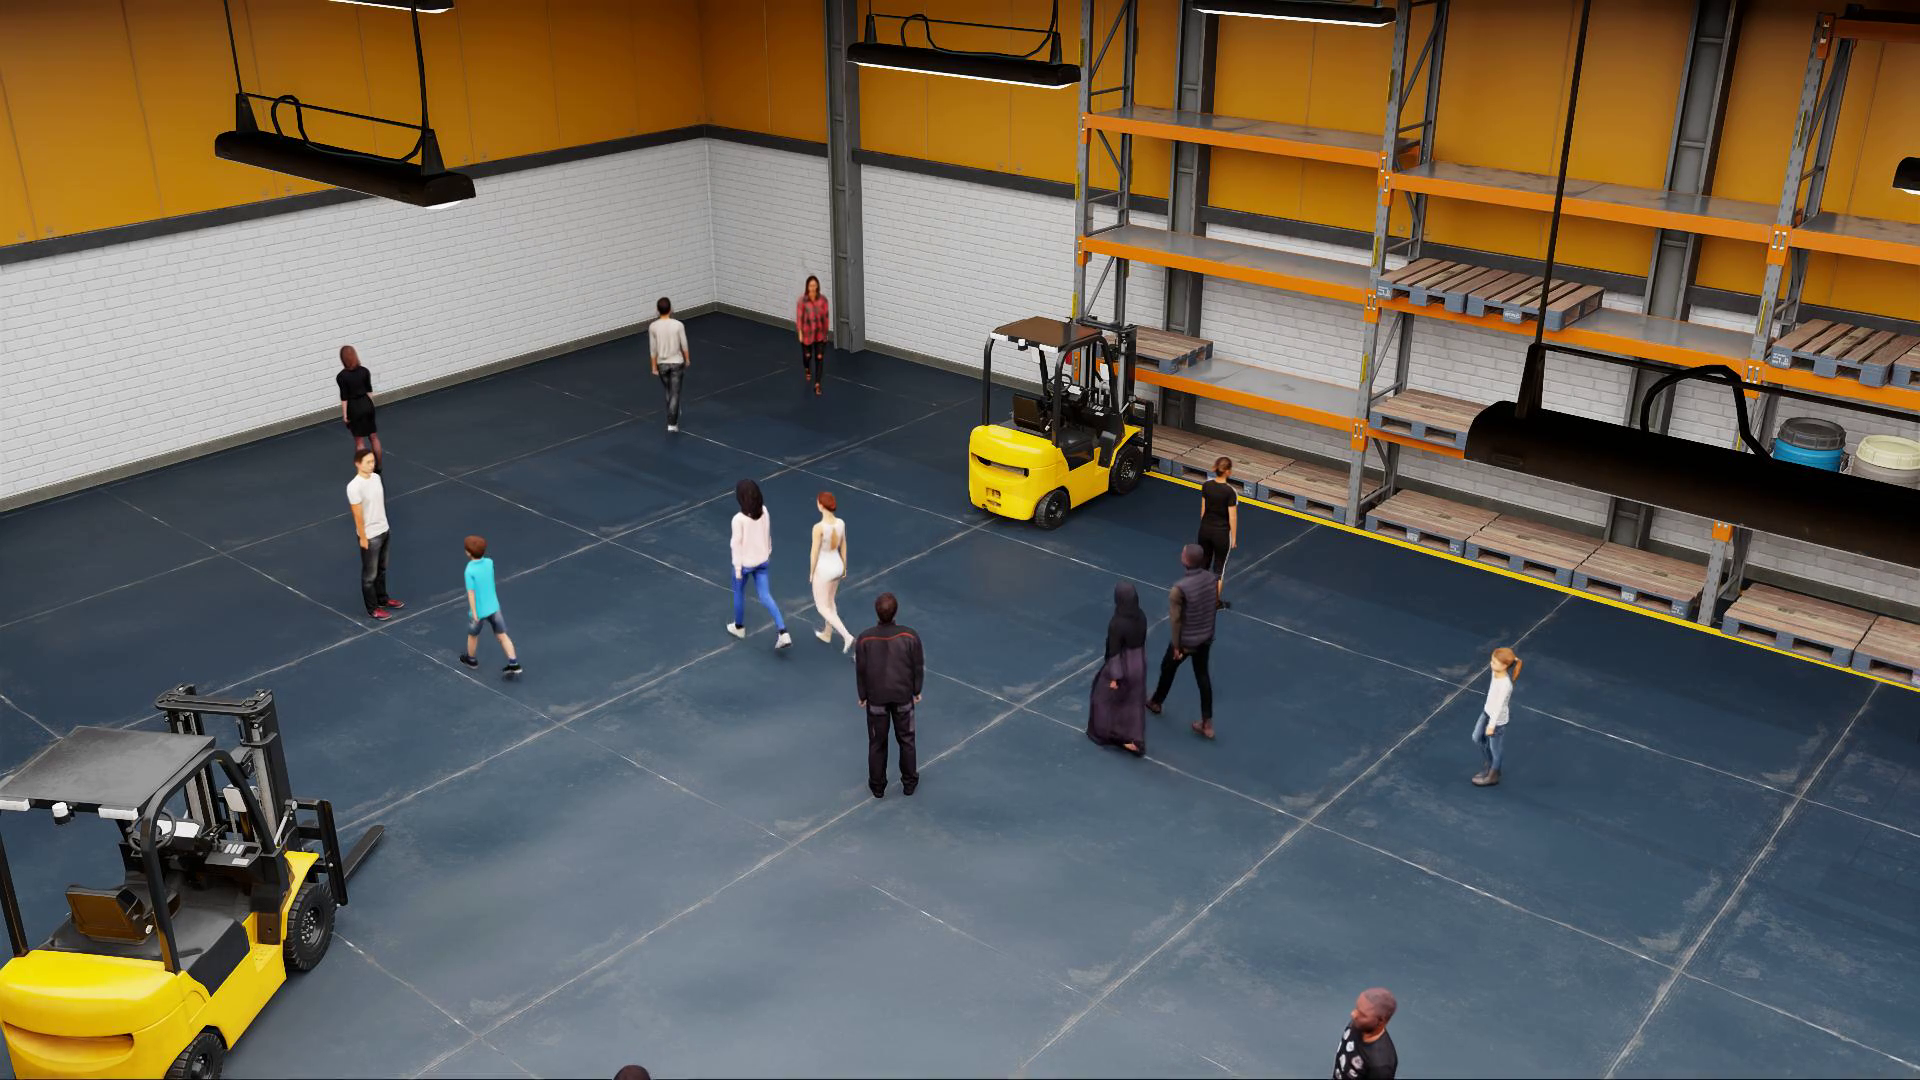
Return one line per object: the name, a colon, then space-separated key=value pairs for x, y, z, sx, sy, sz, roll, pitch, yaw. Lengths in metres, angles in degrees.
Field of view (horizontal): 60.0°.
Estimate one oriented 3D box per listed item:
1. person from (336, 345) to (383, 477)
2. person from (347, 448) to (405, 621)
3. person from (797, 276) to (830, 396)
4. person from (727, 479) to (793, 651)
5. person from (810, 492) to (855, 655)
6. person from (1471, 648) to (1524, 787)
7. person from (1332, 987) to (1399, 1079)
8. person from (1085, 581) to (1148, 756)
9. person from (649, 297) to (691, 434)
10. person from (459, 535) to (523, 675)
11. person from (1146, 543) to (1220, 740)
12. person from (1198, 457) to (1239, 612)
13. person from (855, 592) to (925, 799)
person: x=-7.377 y=-1.569 z=20.450 sx=0.504 sy=1.703 sz=0.592 roll=20 pitch=31 yaw=38
person: x=-5.998 y=-0.085 z=16.938 sx=0.715 sy=1.798 sz=0.721 roll=4 pitch=24 yaw=9
person: x=-2.072 y=-2.927 z=23.574 sx=0.881 sy=1.690 sz=0.970 roll=-5 pitch=24 yaw=-12
person: x=-1.957 y=0.275 z=16.193 sx=0.773 sy=1.734 sz=1.191 roll=-19 pitch=30 yaw=-37
person: x=-1.229 y=0.341 z=16.177 sx=0.900 sy=1.627 sz=0.587 roll=18 pitch=29 yaw=35
person: x=4.551 y=1.495 z=13.932 sx=0.635 sy=1.310 sz=0.582 roll=1 pitch=24 yaw=1
person: x=2.250 y=3.242 z=9.317 sx=0.813 sy=1.805 sz=0.752 roll=-2 pitch=24 yaw=-5
person: x=1.480 y=1.127 z=14.398 sx=0.726 sy=1.612 sz=0.908 roll=-16 pitch=28 yaw=-32
person: x=-3.829 y=-2.276 z=21.978 sx=1.180 sy=1.776 sz=1.147 roll=1 pitch=24 yaw=2
person: x=-4.446 y=0.643 z=15.745 sx=0.983 sy=1.418 sz=0.580 roll=15 pitch=28 yaw=31
person: x=2.101 y=0.913 z=14.660 sx=0.929 sy=1.794 sz=1.186 roll=-14 pitch=27 yaw=-29
person: x=2.620 y=-0.068 z=17.059 sx=0.471 sy=1.669 sz=0.647 roll=21 pitch=31 yaw=39
person: x=-0.582 y=1.286 z=13.752 sx=0.774 sy=1.837 sz=0.839 roll=-1 pitch=24 yaw=-3
